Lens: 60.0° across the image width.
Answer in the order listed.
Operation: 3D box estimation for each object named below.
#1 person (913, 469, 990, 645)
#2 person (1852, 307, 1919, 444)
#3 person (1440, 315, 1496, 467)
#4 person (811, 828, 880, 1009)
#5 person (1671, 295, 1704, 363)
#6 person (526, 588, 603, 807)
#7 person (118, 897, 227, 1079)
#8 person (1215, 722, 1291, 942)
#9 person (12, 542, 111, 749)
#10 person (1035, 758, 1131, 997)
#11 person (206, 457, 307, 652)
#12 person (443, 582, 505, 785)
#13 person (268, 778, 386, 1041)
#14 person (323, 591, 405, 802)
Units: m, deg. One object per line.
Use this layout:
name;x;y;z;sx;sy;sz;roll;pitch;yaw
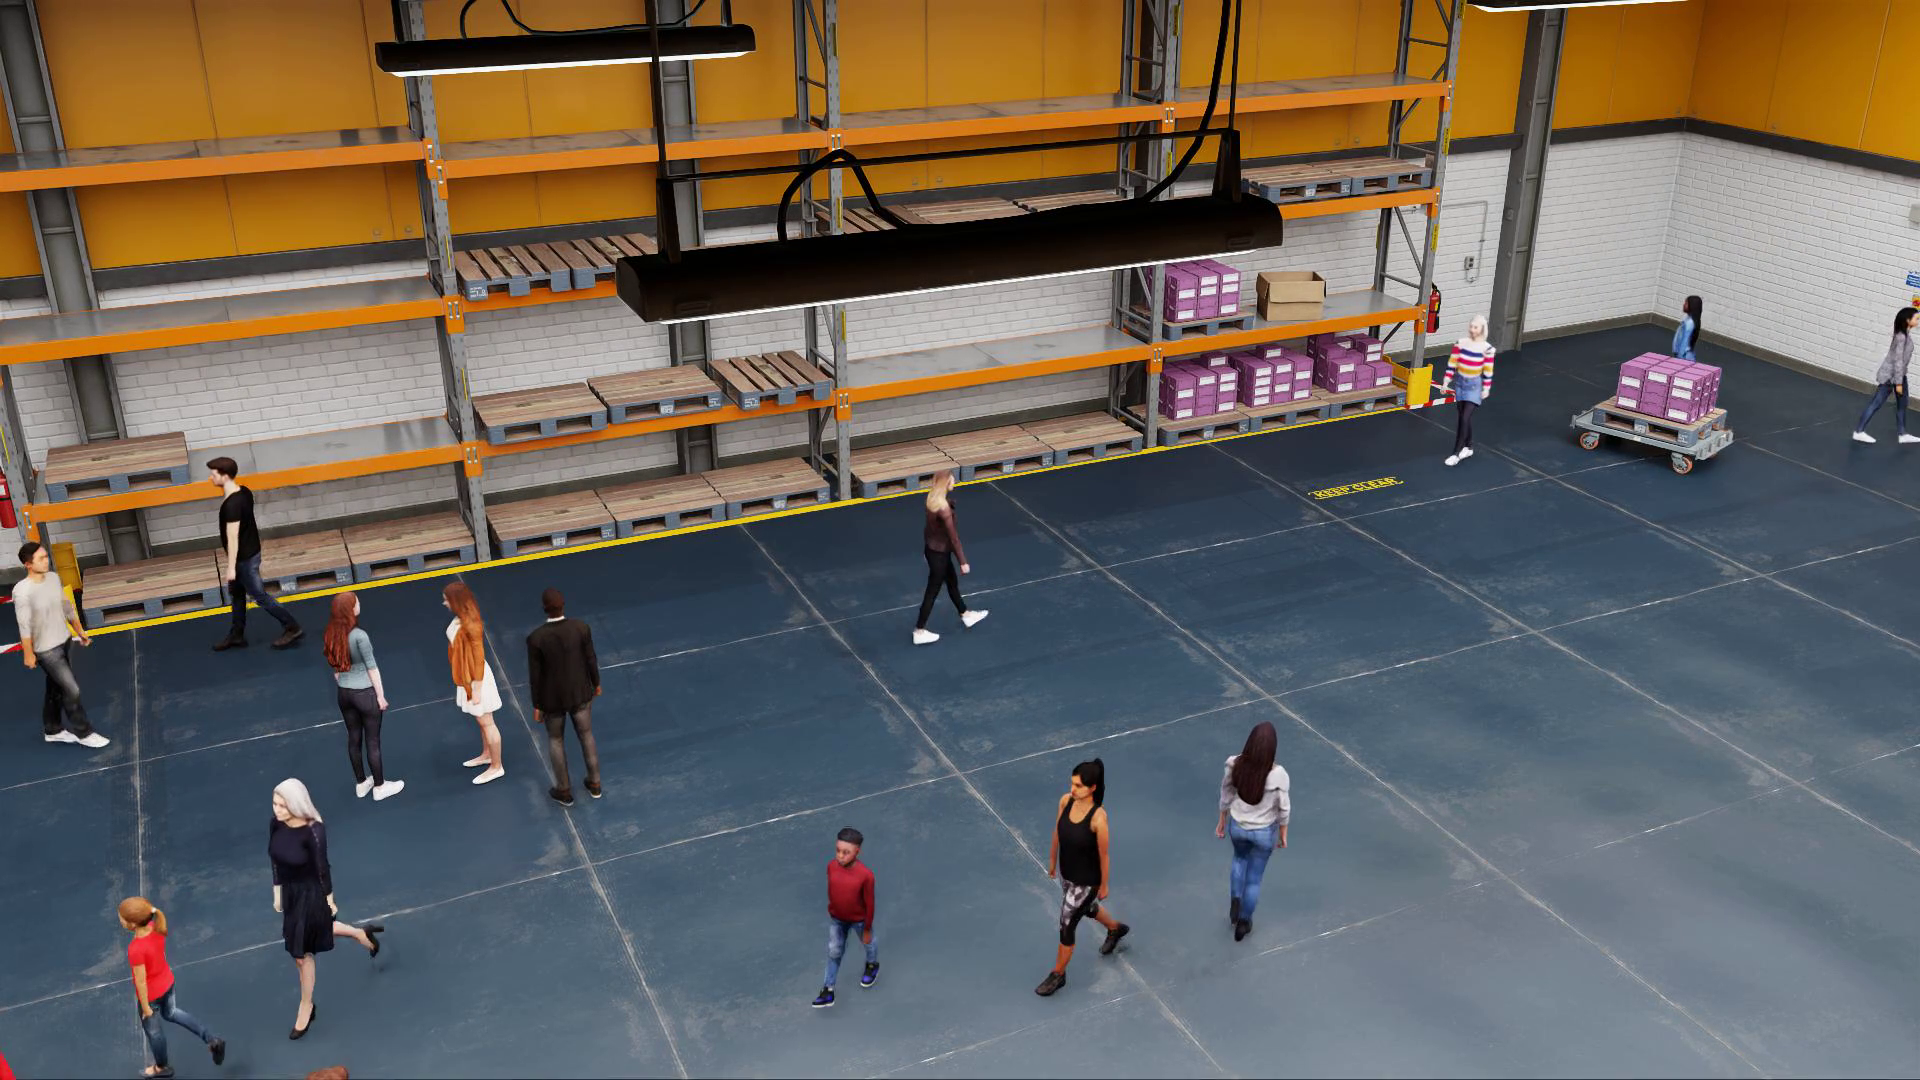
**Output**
person;-0.269;0.186;15.179;1.035;1.669;0.690;-7;25;-16
person;11.163;-1.979;20.090;1.019;1.702;1.046;15;28;31
person;6.018;-1.784;19.547;1.030;1.780;0.839;-20;31;-38
person;-0.662;2.379;10.722;0.843;1.220;0.920;10;25;21
person;8.990;-2.158;20.509;0.997;1.694;0.978;12;26;25
person;-3.015;1.202;12.691;0.526;1.799;0.807;-11;26;-24
person;-4.738;2.679;9.938;0.835;1.298;0.704;2;24;4
person;1.928;1.989;11.118;0.736;1.618;0.769;12;27;26
person;-7.462;0.853;13.489;0.975;1.801;0.880;2;24;4
person;0.838;2.130;10.778;1.117;1.631;0.753;-17;29;-33
person;-6.371;0.149;15.015;1.088;1.868;0.764;-7;25;-16
person;-3.803;1.084;13.069;0.562;1.713;0.619;-12;26;-25
person;-4.036;2.226;10.452;0.987;1.717;1.145;13;27;27
person;-4.618;1.195;12.777;0.677;1.743;0.725;10;26;22
